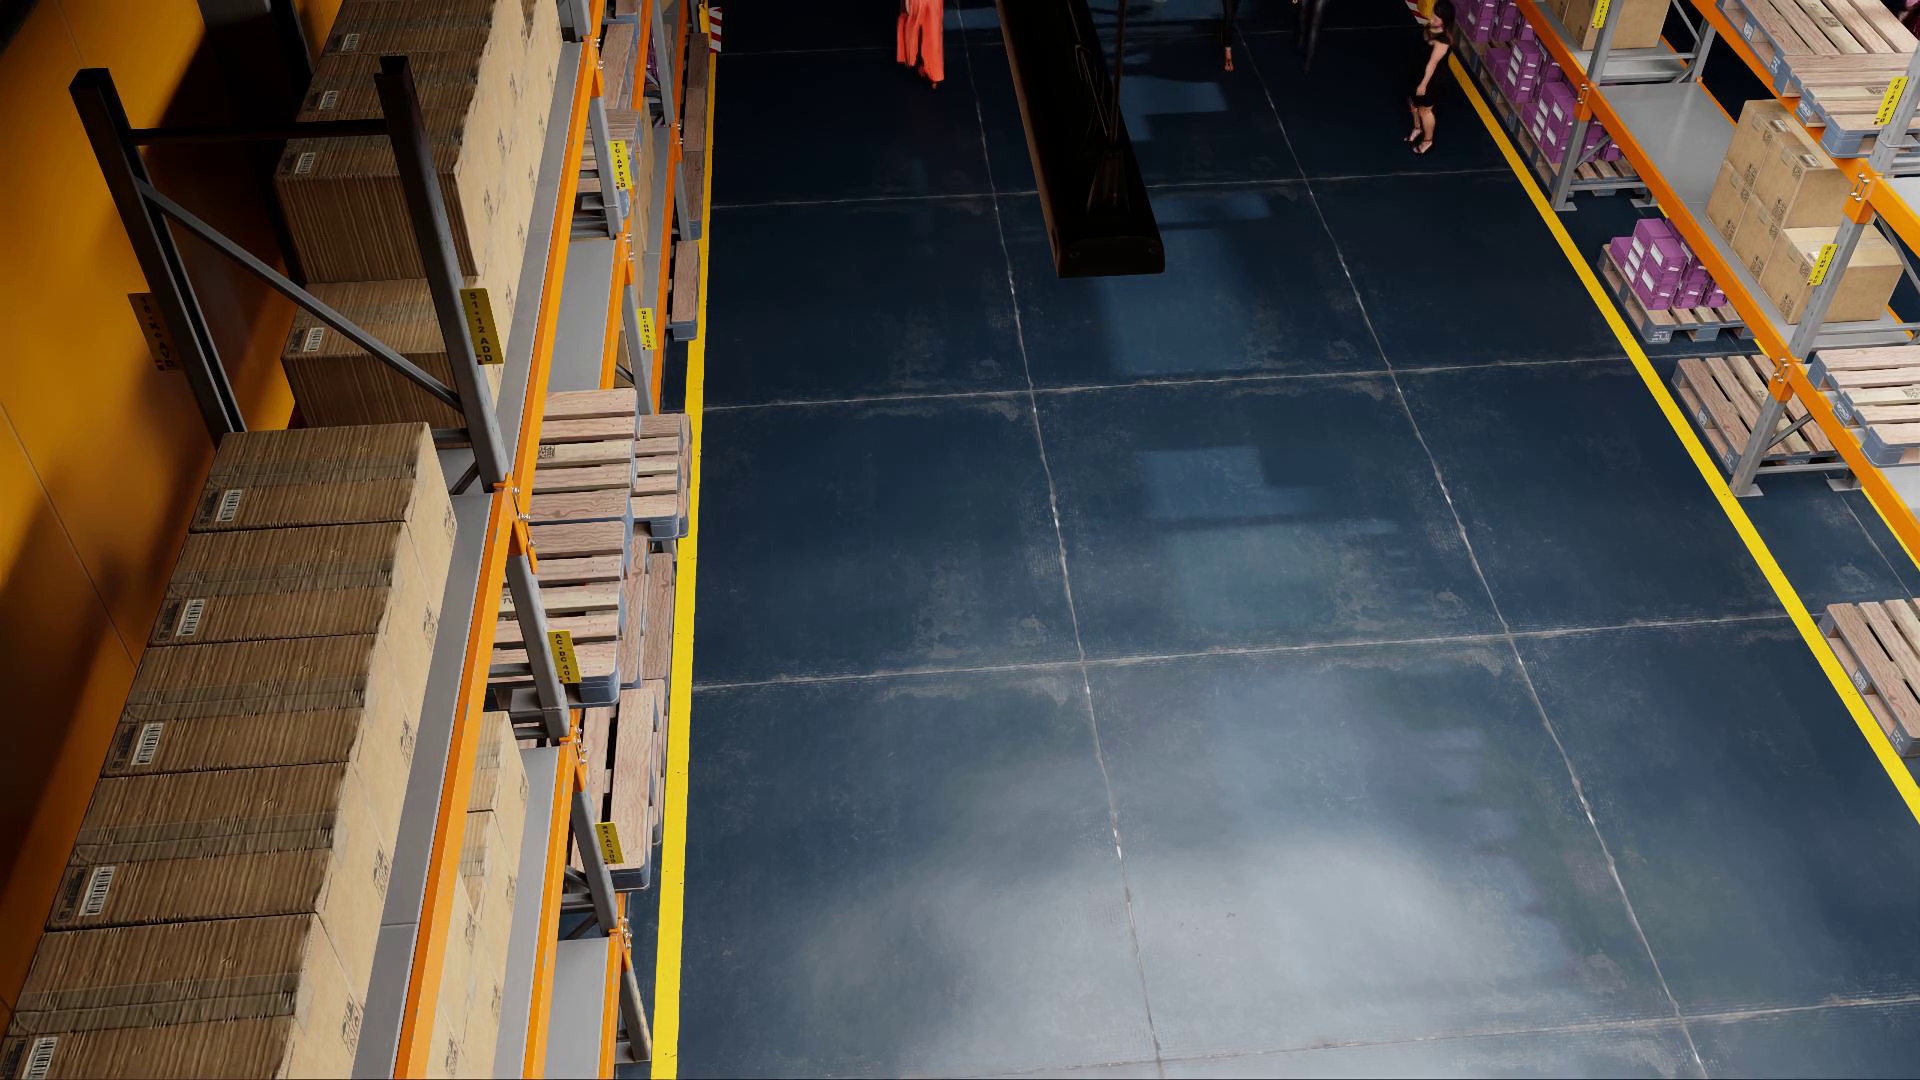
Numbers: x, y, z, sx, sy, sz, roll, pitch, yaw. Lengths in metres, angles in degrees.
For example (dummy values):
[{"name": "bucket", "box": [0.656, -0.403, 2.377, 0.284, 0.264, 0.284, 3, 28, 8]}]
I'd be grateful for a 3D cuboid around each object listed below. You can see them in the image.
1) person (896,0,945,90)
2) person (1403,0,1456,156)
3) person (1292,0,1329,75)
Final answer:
[{"name": "person", "box": [-0.318, -5.391, 16.690, 0.844, 1.766, 1.110, -17, 46, -17]}, {"name": "person", "box": [4.469, -4.349, 15.671, 0.830, 1.662, 0.636, 14, 45, 14]}, {"name": "person", "box": [3.643, -5.680, 17.149, 0.844, 1.552, 1.085, 12, 45, 13]}]
